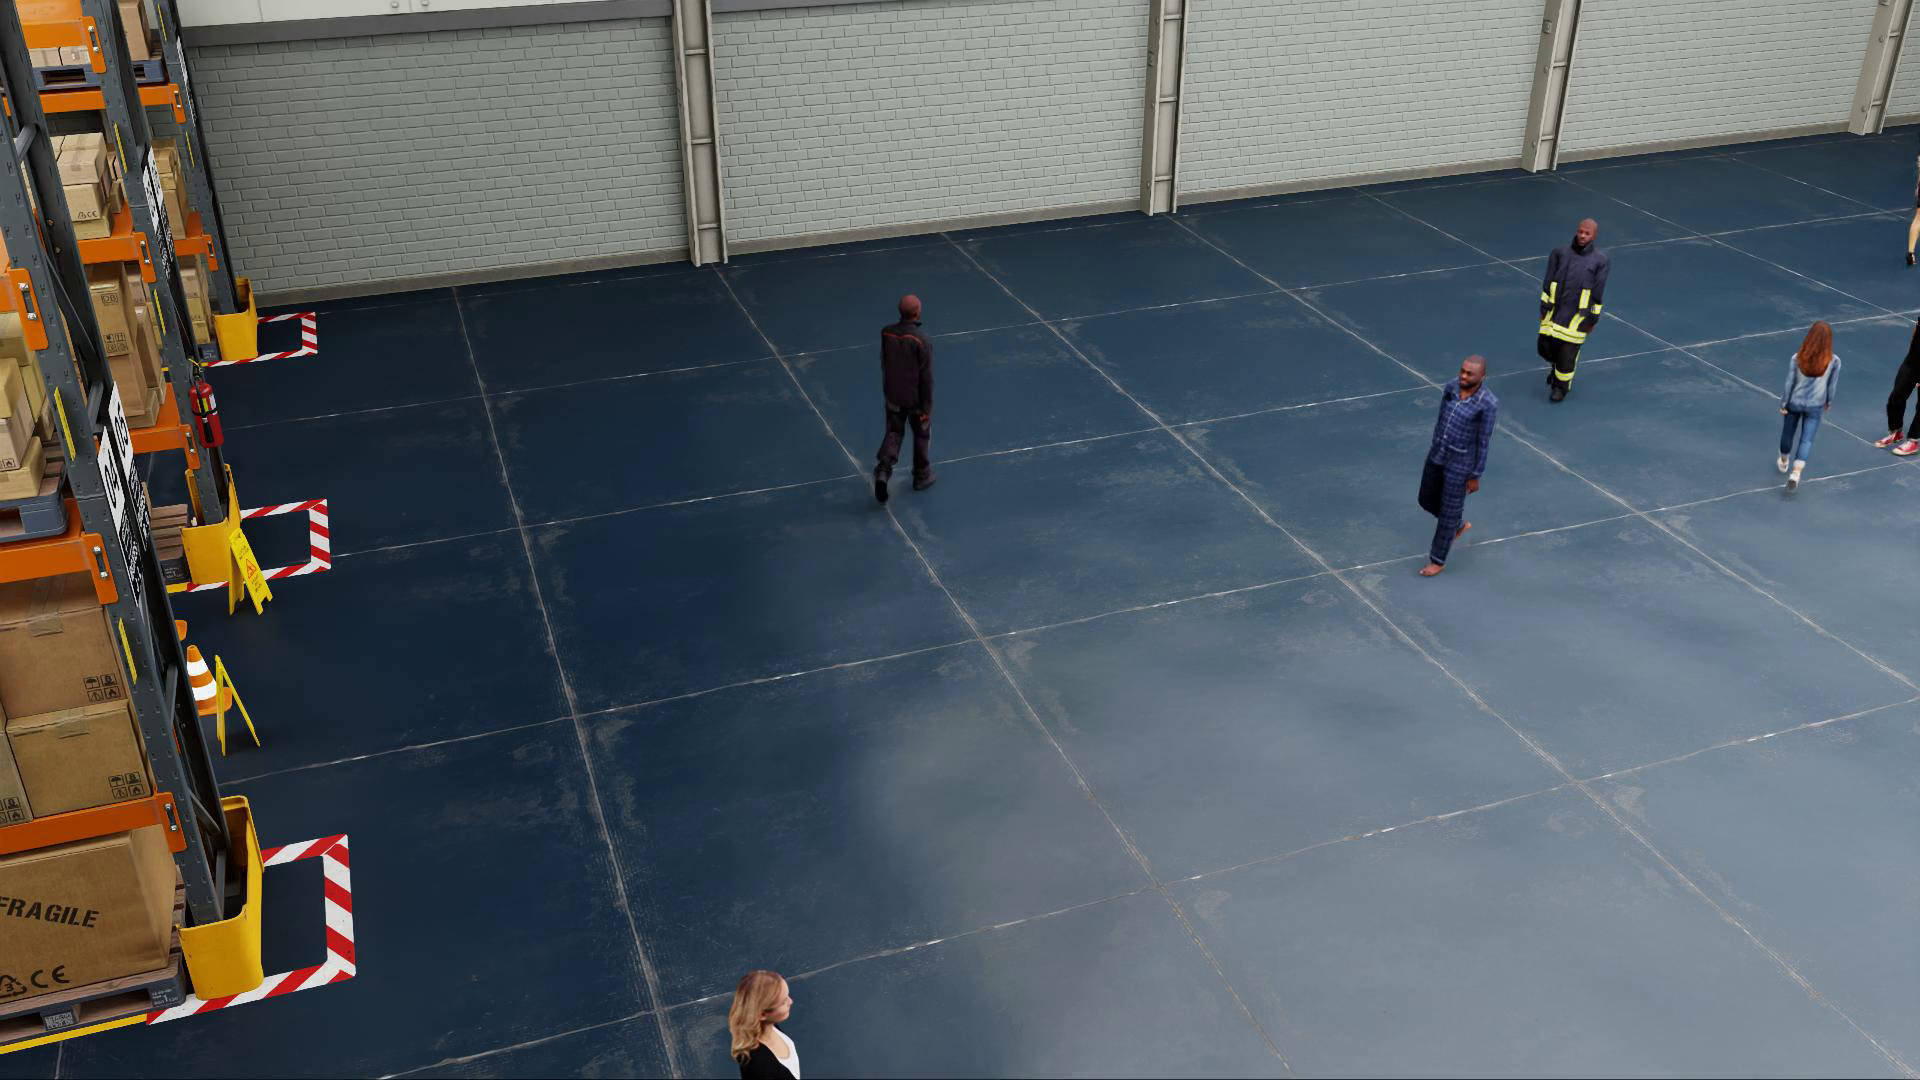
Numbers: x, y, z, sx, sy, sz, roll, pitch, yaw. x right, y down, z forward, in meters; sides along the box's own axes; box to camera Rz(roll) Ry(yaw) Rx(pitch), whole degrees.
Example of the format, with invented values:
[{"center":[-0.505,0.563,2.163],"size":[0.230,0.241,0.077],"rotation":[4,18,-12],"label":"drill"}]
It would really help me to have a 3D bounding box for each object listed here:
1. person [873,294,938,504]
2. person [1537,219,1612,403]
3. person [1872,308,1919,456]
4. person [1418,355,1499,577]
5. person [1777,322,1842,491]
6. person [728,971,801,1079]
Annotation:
[{"center":[-0.494,-1.182,14.060],"size":[1.100,1.803,1.169],"rotation":[13,31,23],"label":"person"},{"center":[5.916,-2.254,16.067],"size":[0.966,1.809,1.043],"rotation":[20,34,33],"label":"person"},{"center":[8.703,-1.572,14.862],"size":[0.701,1.739,0.667],"rotation":[-11,30,-19],"label":"person"},{"center":[3.908,-0.622,13.004],"size":[0.887,1.809,0.789],"rotation":[-15,32,-26],"label":"person"},{"center":[7.312,-1.147,14.364],"size":[0.933,1.455,1.013],"rotation":[14,31,24],"label":"person"},{"center":[-0.822,2.546,7.064],"size":[0.605,1.800,0.646],"rotation":[-2,28,-4],"label":"person"}]
